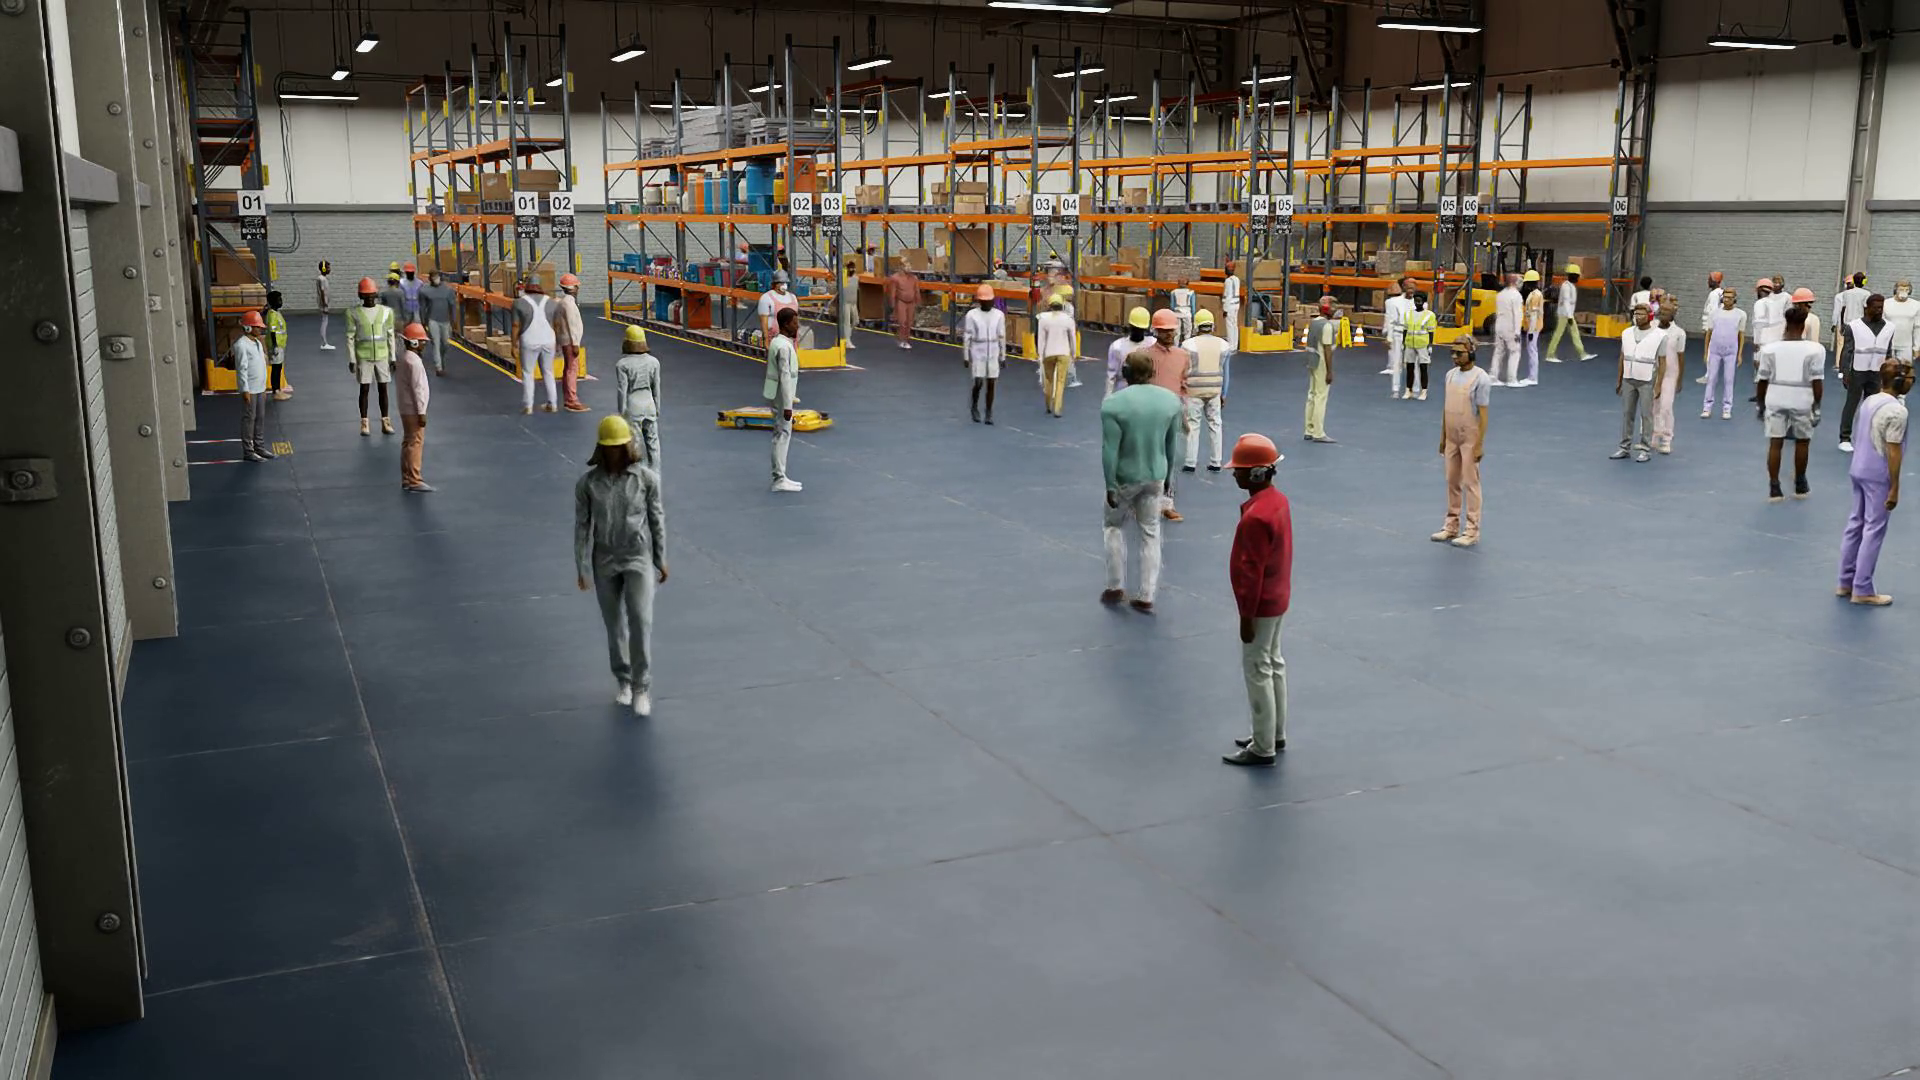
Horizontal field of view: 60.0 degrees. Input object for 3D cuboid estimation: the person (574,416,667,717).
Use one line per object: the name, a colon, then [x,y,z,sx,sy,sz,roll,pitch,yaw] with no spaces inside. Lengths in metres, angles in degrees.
person: [-1.954,0.155,9.538,0.514,1.715,0.742,-1,11,-5]

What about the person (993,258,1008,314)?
person: [0.964,-6.211,41.821,0.321,1.754,0.563,7,13,33]

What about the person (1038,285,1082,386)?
person: [1.647,-3.358,27.472,0.884,1.701,0.498,-9,14,-39]

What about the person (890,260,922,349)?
person: [-1.101,-4.970,35.161,0.679,1.885,0.616,-7,13,-30]

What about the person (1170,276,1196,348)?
person: [4.400,-4.391,32.864,0.514,1.642,0.314,5,12,25]

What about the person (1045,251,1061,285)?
person: [2.767,-7.685,49.281,0.525,1.772,0.306,3,12,16]

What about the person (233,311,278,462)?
person: [-8.206,-1.785,19.363,0.350,1.743,0.563,0,11,1]

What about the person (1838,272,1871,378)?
person: [15.566,-3.725,28.931,0.335,1.860,0.508,-7,13,-31]

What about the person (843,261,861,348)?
person: [-2.352,-5.015,35.470,0.569,1.860,0.435,-11,15,-43]

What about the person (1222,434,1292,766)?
person: [1.542,0.310,8.722,0.358,1.744,0.570,5,12,22]

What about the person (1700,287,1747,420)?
person: [10.683,-2.605,23.269,0.504,1.847,0.344,6,13,28]

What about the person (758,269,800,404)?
person: [-2.671,-3.067,25.120,0.682,2.000,0.537,-11,15,-43]

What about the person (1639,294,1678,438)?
person: [8.990,-2.228,21.359,0.325,1.841,0.516,-2,11,-11]

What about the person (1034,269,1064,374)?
person: [1.596,-3.865,29.553,0.686,1.883,0.680,-11,15,-43]

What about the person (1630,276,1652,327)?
person: [13.085,-4.210,31.832,0.540,1.679,0.568,8,14,35]

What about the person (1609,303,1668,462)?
person: [7.913,-1.834,19.345,0.381,1.845,0.570,-8,14,-37]

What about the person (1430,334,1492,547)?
person: [4.368,-0.865,14.457,0.339,1.838,0.507,-5,12,-25]

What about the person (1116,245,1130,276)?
person: [5.075,-8.355,52.439,0.834,1.867,0.639,2,11,12]

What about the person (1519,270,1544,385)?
person: [9.607,-3.569,28.004,0.395,1.916,0.586,3,12,16]

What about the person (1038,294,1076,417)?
person: [1.384,-2.632,23.720,0.528,1.728,0.789,2,11,11]

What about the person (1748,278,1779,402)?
person: [12.253,-3.001,25.220,0.621,1.874,0.674,-9,15,-40]

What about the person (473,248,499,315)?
person: [-13.363,-7.195,46.347,1.043,1.935,0.626,-8,14,-35]

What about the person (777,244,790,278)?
person: [-4.822,-6.932,44.753,0.614,2.041,0.393,-11,15,-43]

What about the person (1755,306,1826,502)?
person: [8.363,-1.372,16.729,0.640,1.944,0.744,9,14,37]

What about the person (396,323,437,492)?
person: [-5.642,-1.373,17.273,0.360,1.742,0.563,-7,13,-32]

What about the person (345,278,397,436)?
person: [-7.637,-2.380,21.621,0.615,2.042,0.372,-7,13,-30]

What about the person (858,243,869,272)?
person: [-3.051,-8.385,52.436,0.387,1.926,0.591,5,12,23]

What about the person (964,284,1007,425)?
person: [0.355,-2.517,22.621,0.564,1.916,0.442,-3,11,-14]

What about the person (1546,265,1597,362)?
person: [11.770,-4.331,31.939,0.958,1.876,0.617,7,13,33]

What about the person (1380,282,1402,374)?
person: [7.783,-3.801,29.885,0.498,1.634,0.278,-8,14,-35]

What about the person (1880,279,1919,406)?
person: [13.479,-2.780,23.945,0.628,1.933,0.368,4,12,19]

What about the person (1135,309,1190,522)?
person: [1.869,-1.145,15.461,0.611,1.996,0.378,-5,12,-24]
